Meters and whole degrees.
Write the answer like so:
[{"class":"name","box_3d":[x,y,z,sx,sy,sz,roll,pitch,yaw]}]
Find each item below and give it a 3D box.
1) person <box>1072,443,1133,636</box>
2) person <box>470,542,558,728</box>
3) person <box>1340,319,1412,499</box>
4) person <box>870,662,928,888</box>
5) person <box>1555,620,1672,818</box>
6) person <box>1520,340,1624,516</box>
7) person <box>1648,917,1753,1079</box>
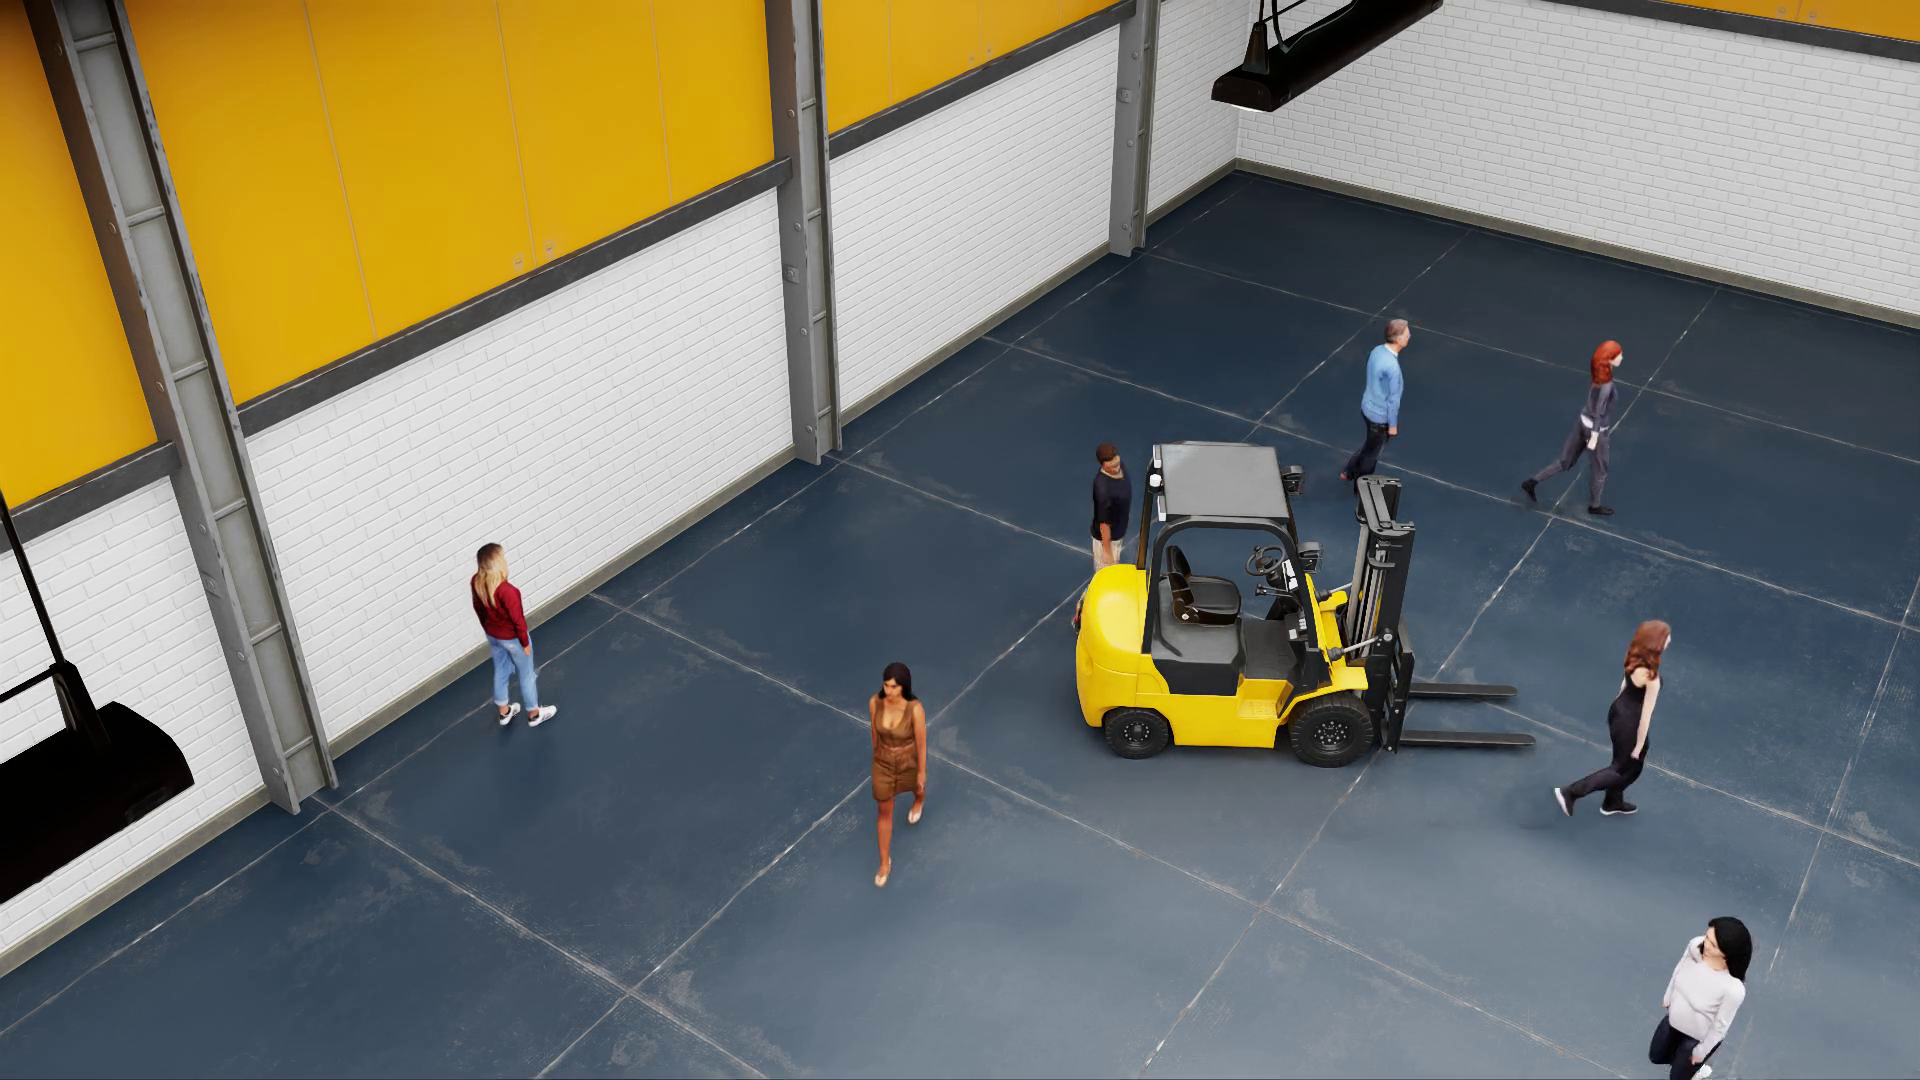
[{"class":"person","box_3d":[1.214,-0.065,13.506,0.910,1.825,0.752,1,34,1]},{"class":"person","box_3d":[-3.416,0.717,12.501,0.631,1.633,0.602,16,37,23]},{"class":"person","box_3d":[3.737,-1.177,15.203,0.862,1.798,0.790,-1,34,-2]},{"class":"person","box_3d":[-0.379,1.482,11.340,0.817,1.646,1.152,9,35,14]},{"class":"person","box_3d":[4.565,1.282,11.563,0.972,1.732,0.948,-3,34,-4]},{"class":"person","box_3d":[5.594,-0.985,14.958,0.997,1.749,1.110,3,34,5]},{"class":"person","box_3d":[4.232,2.736,9.414,0.904,1.689,0.832,-9,35,-13]}]
